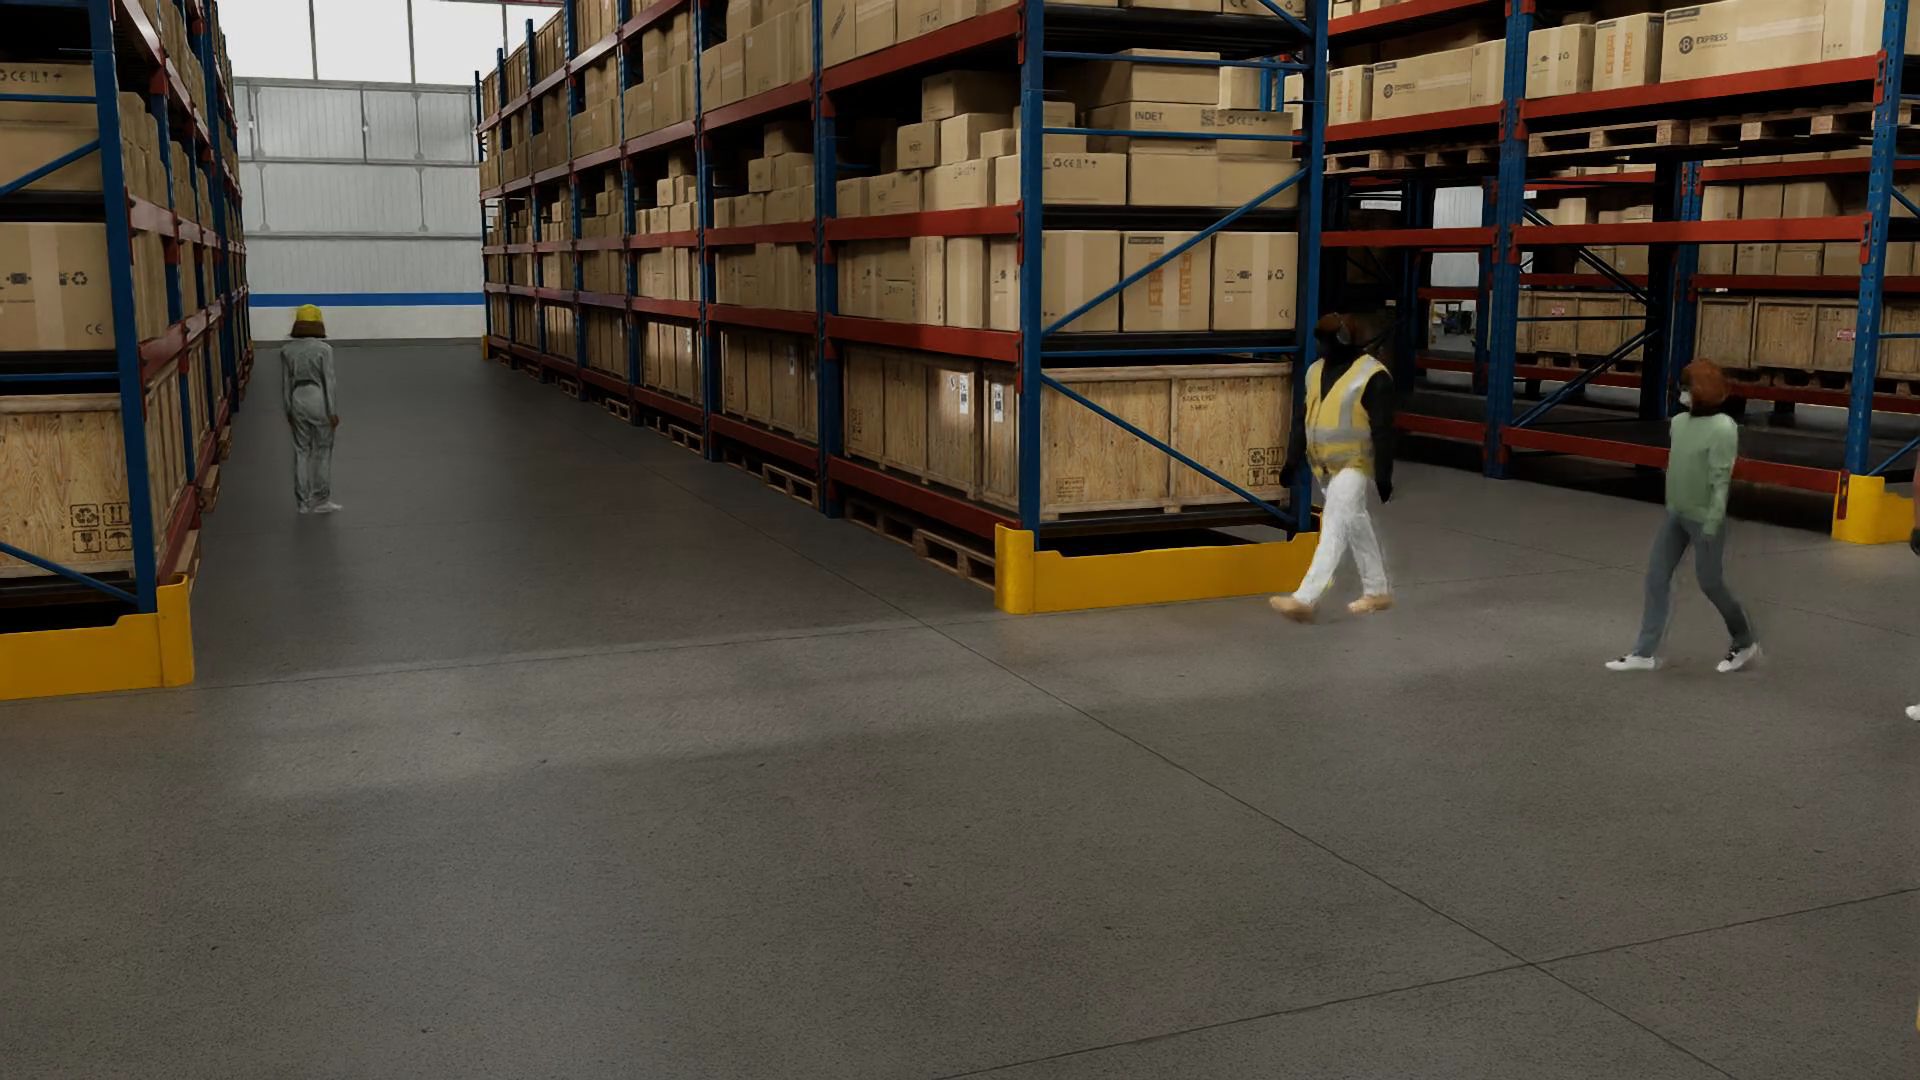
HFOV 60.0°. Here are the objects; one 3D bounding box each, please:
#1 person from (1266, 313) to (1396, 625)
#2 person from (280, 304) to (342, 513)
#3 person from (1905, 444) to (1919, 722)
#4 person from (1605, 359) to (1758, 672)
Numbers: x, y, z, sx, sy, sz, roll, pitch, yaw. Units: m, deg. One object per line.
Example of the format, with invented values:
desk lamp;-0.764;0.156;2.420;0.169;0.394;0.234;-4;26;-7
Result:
person;2.163;-0.412;9.614;1.015;1.774;0.634;-5;11;-27
person;-5.351;-1.069;13.723;0.494;1.730;0.393;2;10;13
person;4.553;-0.094;7.375;0.651;1.899;0.397;1;10;9
person;3.714;-0.112;8.361;0.758;1.604;0.509;-2;10;-11
